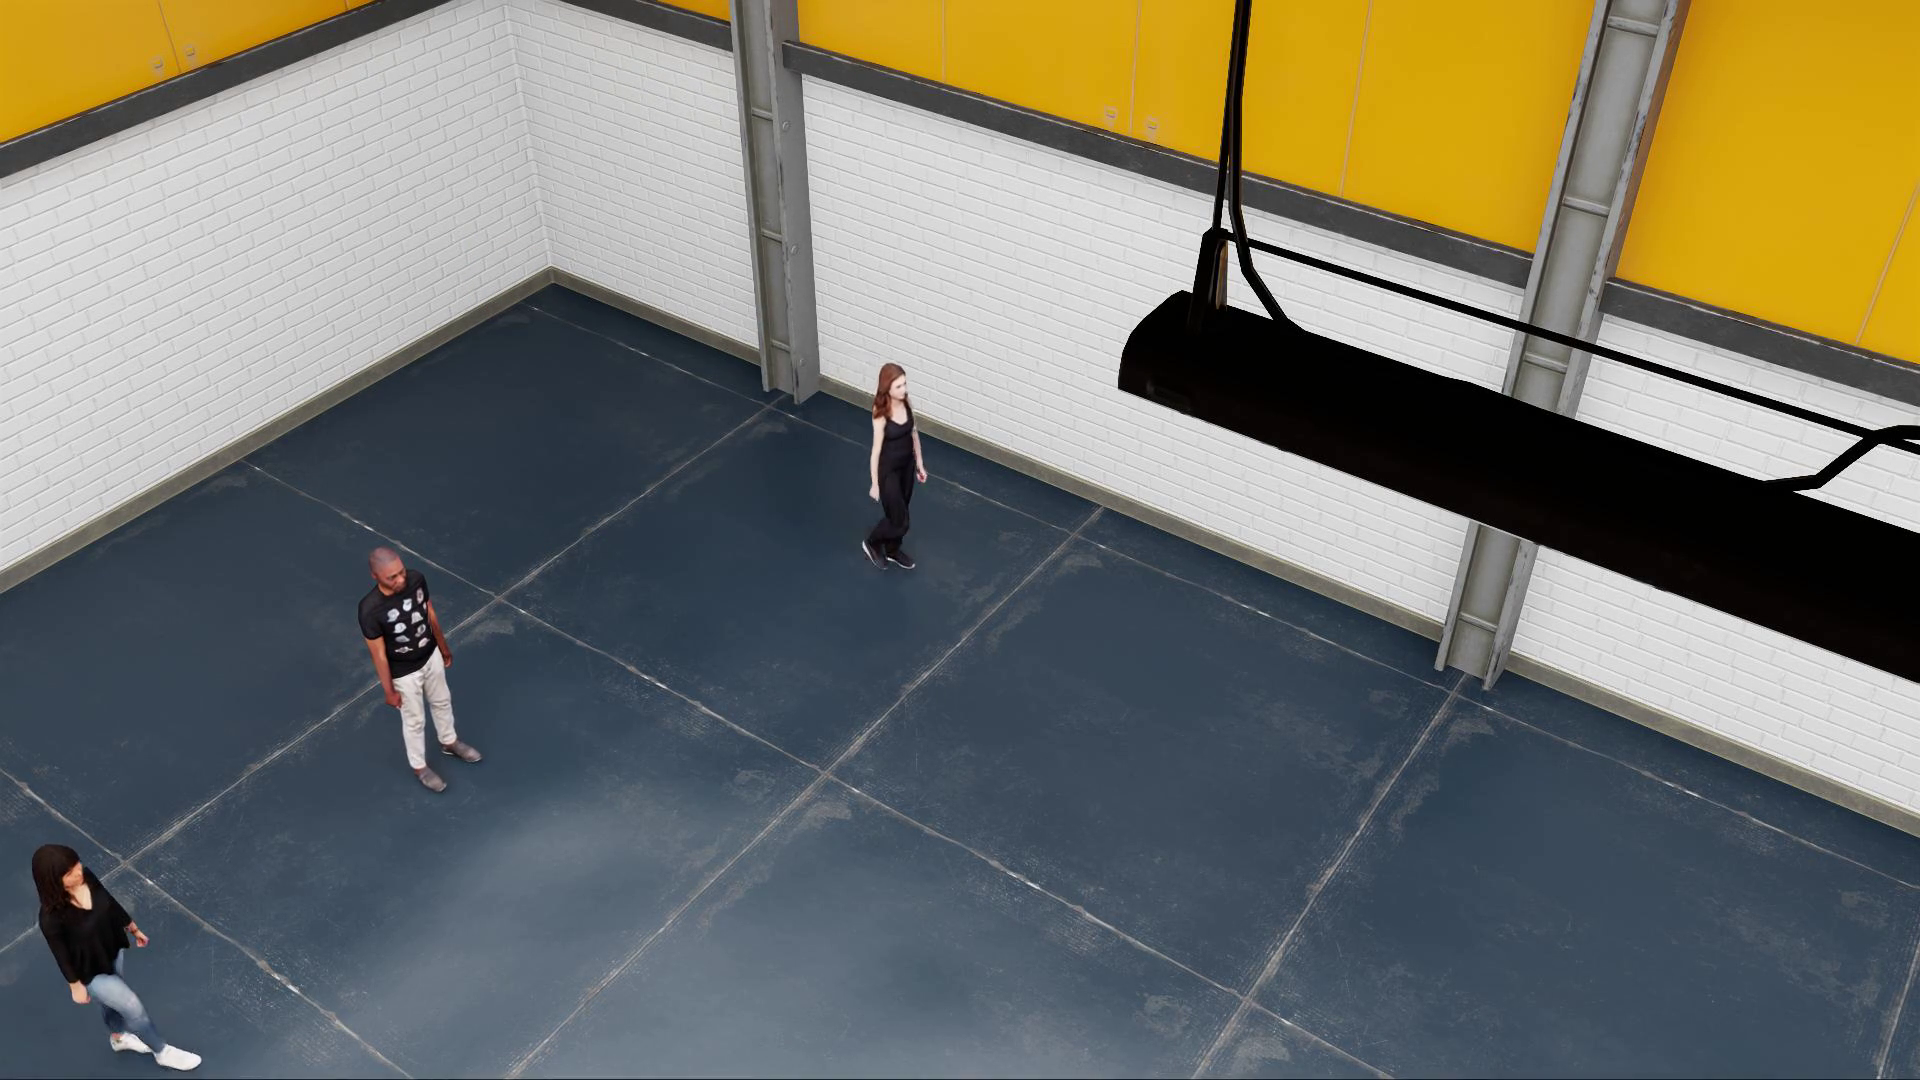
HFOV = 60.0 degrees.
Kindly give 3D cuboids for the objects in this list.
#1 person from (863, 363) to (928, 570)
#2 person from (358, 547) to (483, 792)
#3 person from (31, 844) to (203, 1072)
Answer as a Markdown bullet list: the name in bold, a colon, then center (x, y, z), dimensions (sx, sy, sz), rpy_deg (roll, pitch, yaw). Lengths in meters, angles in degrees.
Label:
- **person**: center (-0.539, -0.536, 11.753), dimensions (0.657, 1.736, 0.591), rpy_deg (22, 43, 25)
- **person**: center (-3.333, 0.743, 10.100), dimensions (0.615, 1.802, 0.672), rpy_deg (20, 43, 24)
- **person**: center (-4.488, 2.128, 8.500), dimensions (0.893, 1.634, 0.804), rpy_deg (1, 39, 2)
